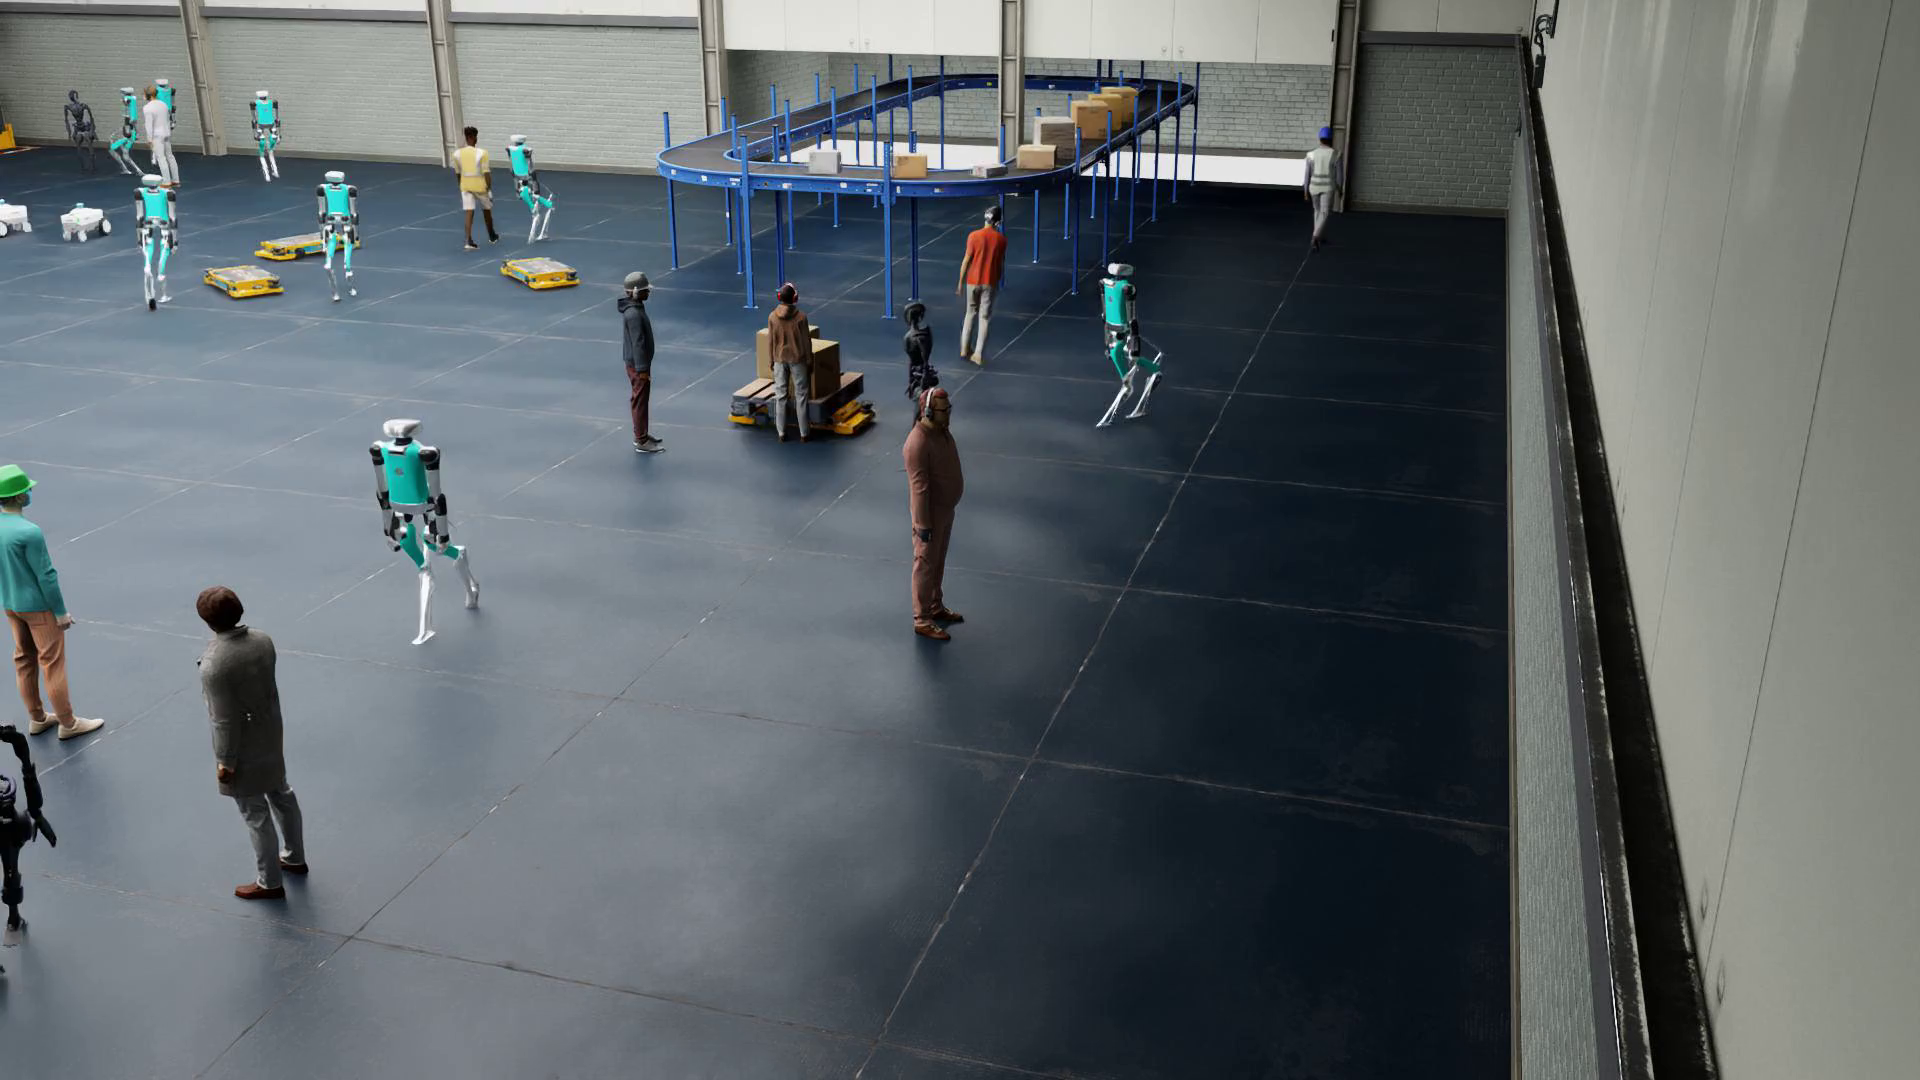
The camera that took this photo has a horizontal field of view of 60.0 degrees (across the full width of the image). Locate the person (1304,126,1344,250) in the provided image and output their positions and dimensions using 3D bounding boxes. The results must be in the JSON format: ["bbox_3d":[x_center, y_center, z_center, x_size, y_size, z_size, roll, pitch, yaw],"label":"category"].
[{"bbox_3d":[5.742,-5.580,26.382,0.597,1.913,0.940,13,25,30],"label":"person"}]

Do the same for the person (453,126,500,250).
[{"bbox_3d":[-7.713,-5.601,26.440,0.616,1.902,1.041,2,21,6],"label":"person"}]

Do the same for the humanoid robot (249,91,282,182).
[{"bbox_3d":[-13.684,-7.953,32.761,0.540,1.787,0.762,-14,25,-32],"label":"humanoid robot"}]

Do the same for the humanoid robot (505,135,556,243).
[{"bbox_3d":[-6.847,-5.641,26.813,0.530,1.809,0.789,14,25,33],"label":"humanoid robot"}]

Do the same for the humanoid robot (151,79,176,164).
[{"bbox_3d":[-16.851,-8.792,34.932,0.859,1.761,0.596,13,25,30],"label":"humanoid robot"}]

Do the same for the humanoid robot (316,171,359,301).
[{"bbox_3d":[-8.567,-4.139,22.901,0.558,1.782,0.885,-3,21,-8],"label":"humanoid robot"}]

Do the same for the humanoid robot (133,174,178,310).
[{"bbox_3d":[-10.925,-3.995,22.535,0.558,1.789,0.926,-4,21,-9],"label":"humanoid robot"}]

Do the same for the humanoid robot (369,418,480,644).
[{"bbox_3d":[-3.957,-0.165,12.595,0.545,1.762,0.946,4,22,11],"label":"humanoid robot"}]

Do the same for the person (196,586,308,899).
[{"bbox_3d":[-3.912,1.114,9.126,0.369,1.828,0.504,5,22,13],"label":"person"}]

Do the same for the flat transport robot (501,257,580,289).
[{"bbox_3d":[-6.143,-3.905,24.305,0.659,0.231,1.431,-14,25,-32],"label":"flat transport robot"}]

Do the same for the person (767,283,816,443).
[{"bbox_3d":[-1.725,-1.790,16.894,0.461,1.651,0.331,3,21,8],"label":"person"}]

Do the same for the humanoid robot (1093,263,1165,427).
[{"bbox_3d":[1.800,-2.032,17.426,0.890,1.781,0.543,-13,25,-30],"label":"humanoid robot"}]

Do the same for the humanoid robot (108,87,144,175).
[{"bbox_3d":[-16.753,-8.134,33.254,0.737,1.796,0.537,-3,21,-7],"label":"humanoid robot"}]

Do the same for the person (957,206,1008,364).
[{"bbox_3d":[0.270,-3.055,19.897,0.591,1.858,0.584,0,21,1],"label":"person"}]

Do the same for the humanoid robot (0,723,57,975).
[{"bbox_3d":[-4.980,1.457,8.500,0.592,1.627,0.766,-12,24,-28],"label":"humanoid robot"}]

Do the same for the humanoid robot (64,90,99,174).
[{"bbox_3d":[-17.711,-8.231,33.568,0.589,1.653,0.345,-2,21,-6],"label":"humanoid robot"}]

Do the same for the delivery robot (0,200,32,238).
[{"bbox_3d":[-15.906,-5.329,27.629,0.499,0.614,0.815,11,23,25],"label":"delivery robot"}]

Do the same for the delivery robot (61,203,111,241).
[{"bbox_3d":[-14.415,-5.228,27.364,0.499,0.611,0.809,2,21,6],"label":"delivery robot"}]

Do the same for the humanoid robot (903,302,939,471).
[{"bbox_3d":[-0.335,-1.502,16.143,0.468,1.637,0.611,-6,22,-14],"label":"humanoid robot"}]

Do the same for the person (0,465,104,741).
[{"bbox_3d":[-6.062,0.415,10.870,0.517,1.875,0.358,9,23,21],"label":"person"}]

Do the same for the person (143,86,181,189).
[{"bbox_3d":[-15.333,-7.706,31.862,0.365,1.932,0.624,4,21,10],"label":"person"}]

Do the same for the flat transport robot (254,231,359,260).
[{"bbox_3d":[-10.292,-4.634,26.197,0.659,0.231,1.431,15,26,34],"label":"flat transport robot"}]

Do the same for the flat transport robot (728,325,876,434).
[{"bbox_3d":[-1.680,-1.366,17.721,1.431,0.231,0.659,7,22,17],"label":"flat transport robot"}]

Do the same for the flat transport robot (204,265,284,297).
[{"bbox_3d":[-10.253,-3.702,23.780,0.659,0.231,1.431,-17,27,-37],"label":"flat transport robot"}]

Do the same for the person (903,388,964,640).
[{"bbox_3d":[-0.177,-0.212,12.455,0.414,1.908,0.641,6,22,15],"label":"person"}]

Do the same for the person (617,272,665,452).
[{"bbox_3d":[-3.207,-1.784,16.657,0.369,1.813,0.535,-5,22,-12],"label":"person"}]
